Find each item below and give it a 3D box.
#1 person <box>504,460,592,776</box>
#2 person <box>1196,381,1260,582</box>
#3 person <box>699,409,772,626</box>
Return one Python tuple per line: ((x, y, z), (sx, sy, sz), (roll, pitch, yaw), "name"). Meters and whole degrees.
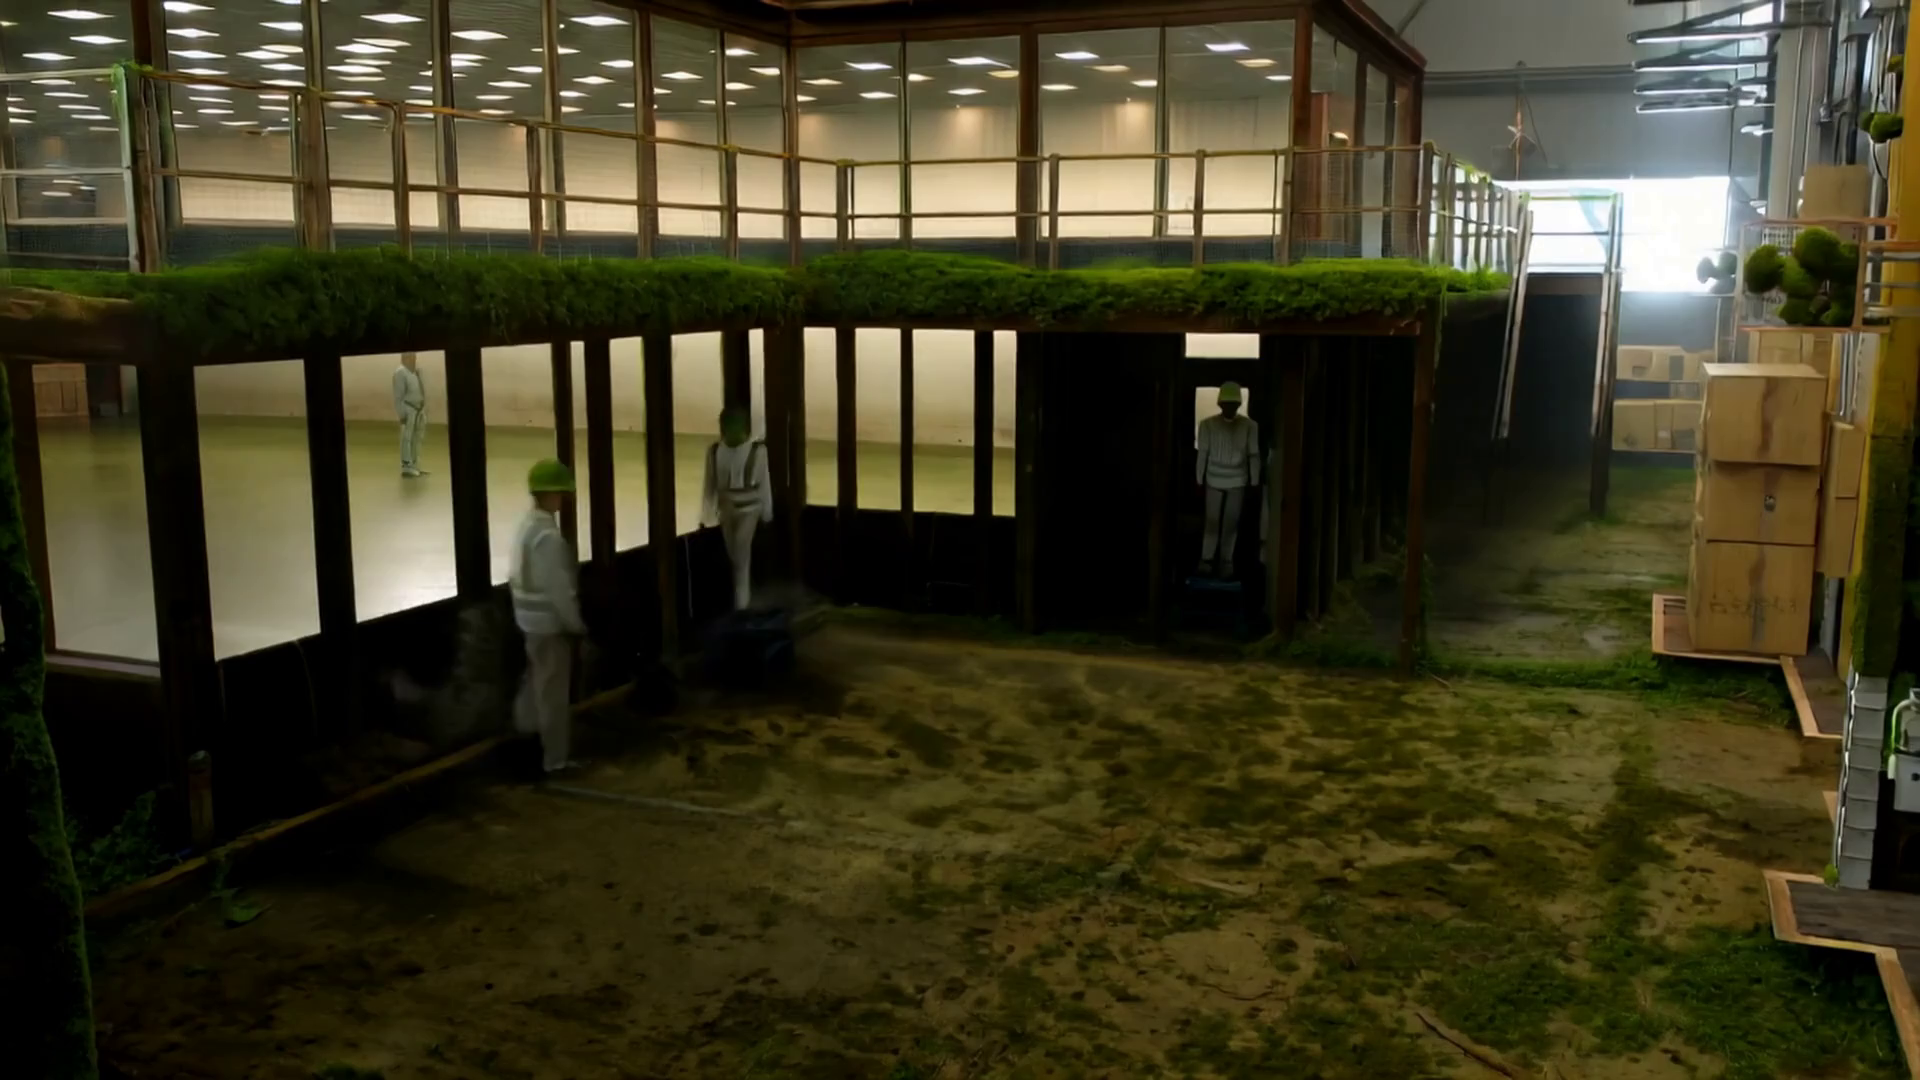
((-2.466, 0.482, 9.994), (0.428, 1.935, 0.647), (-4, 10, -26), "person")
((2.627, -0.568, 16.337), (0.618, 1.986, 0.407), (3, 10, 16), "person")
((-1.988, -0.191, 14.376), (0.614, 1.853, 0.825), (3, 10, 19), "person")
